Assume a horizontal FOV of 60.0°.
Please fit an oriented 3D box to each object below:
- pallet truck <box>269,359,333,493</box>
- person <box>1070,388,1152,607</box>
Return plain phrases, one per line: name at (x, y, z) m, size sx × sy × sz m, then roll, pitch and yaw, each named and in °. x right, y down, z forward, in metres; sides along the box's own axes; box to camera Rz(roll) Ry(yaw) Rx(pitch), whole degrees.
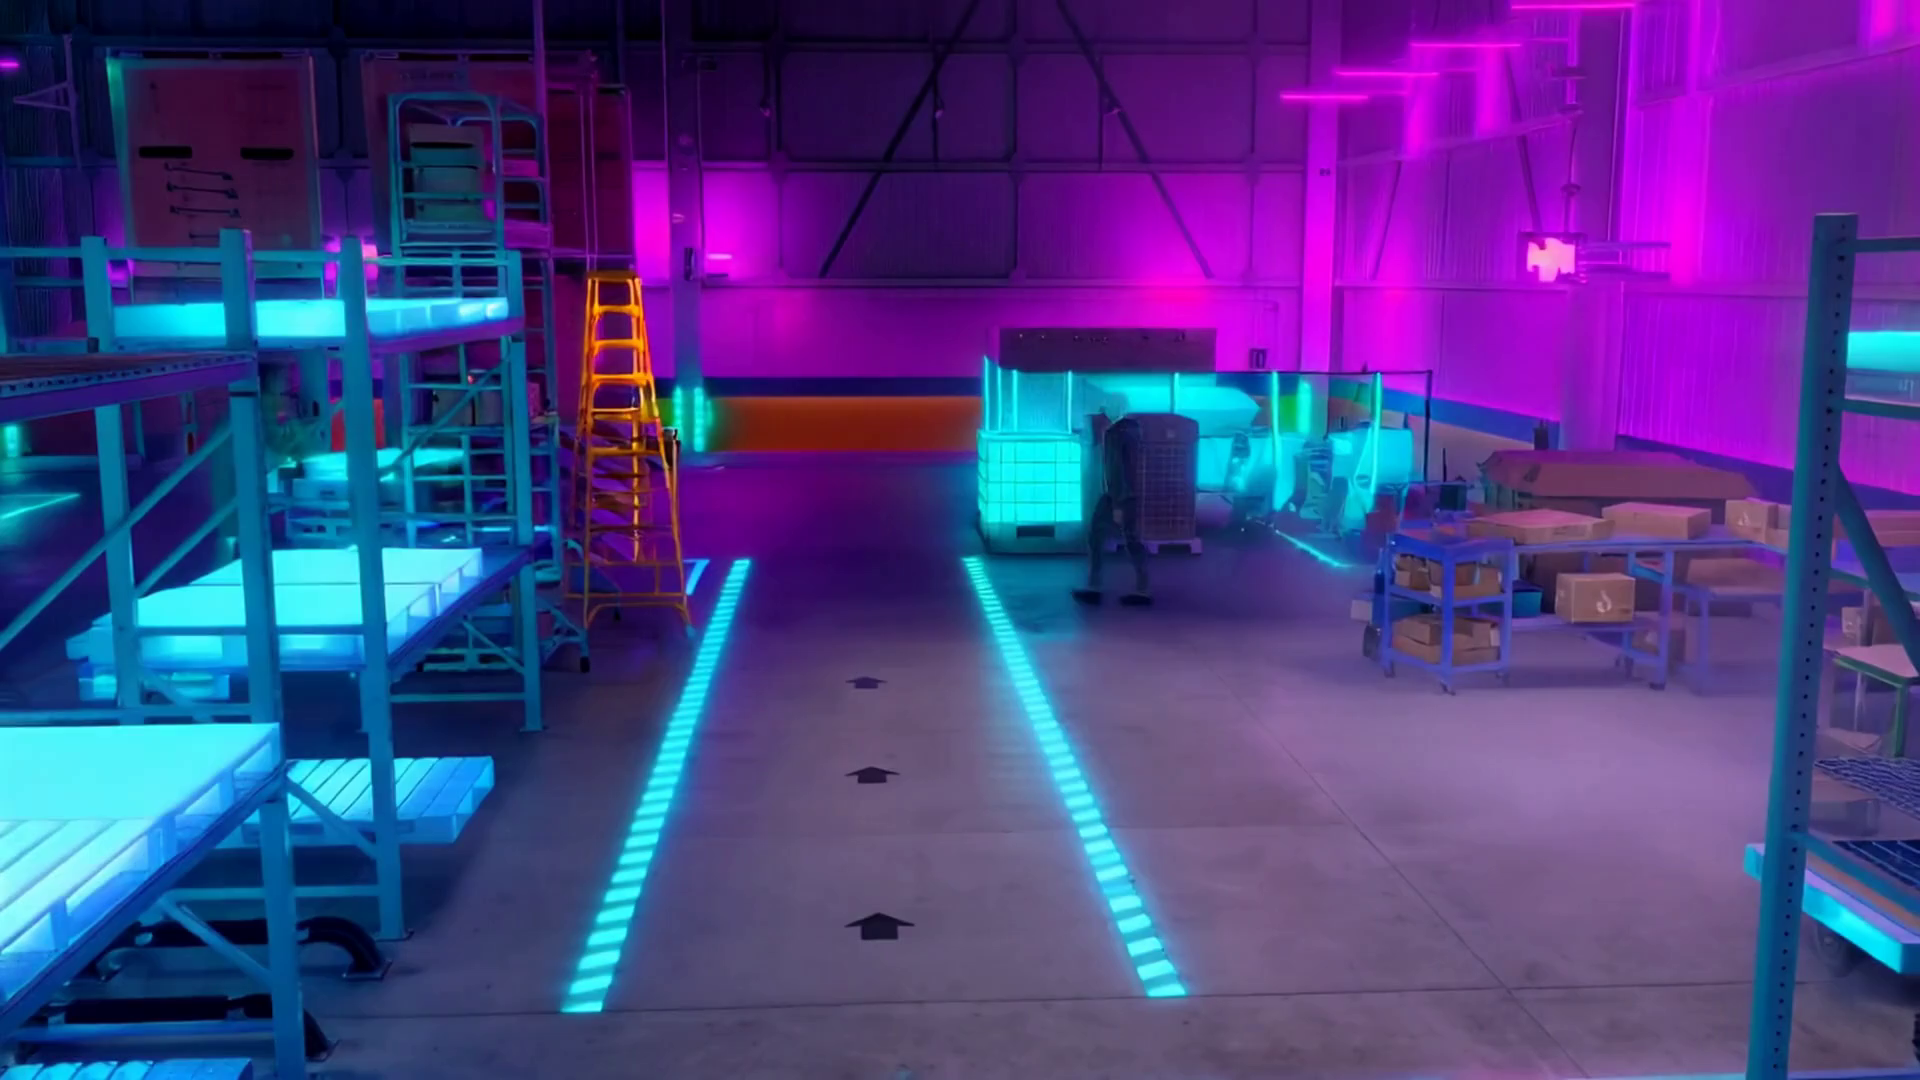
pallet truck at (-7.062, -1.131, 18.996) m, size 1.885 × 1.965 × 0.823 m, roll 2°, pitch 9°, yaw 13°
person at (1.311, -0.365, 14.476) m, size 0.841 × 1.909 × 0.647 m, roll 5°, pitch 10°, yaw 30°
